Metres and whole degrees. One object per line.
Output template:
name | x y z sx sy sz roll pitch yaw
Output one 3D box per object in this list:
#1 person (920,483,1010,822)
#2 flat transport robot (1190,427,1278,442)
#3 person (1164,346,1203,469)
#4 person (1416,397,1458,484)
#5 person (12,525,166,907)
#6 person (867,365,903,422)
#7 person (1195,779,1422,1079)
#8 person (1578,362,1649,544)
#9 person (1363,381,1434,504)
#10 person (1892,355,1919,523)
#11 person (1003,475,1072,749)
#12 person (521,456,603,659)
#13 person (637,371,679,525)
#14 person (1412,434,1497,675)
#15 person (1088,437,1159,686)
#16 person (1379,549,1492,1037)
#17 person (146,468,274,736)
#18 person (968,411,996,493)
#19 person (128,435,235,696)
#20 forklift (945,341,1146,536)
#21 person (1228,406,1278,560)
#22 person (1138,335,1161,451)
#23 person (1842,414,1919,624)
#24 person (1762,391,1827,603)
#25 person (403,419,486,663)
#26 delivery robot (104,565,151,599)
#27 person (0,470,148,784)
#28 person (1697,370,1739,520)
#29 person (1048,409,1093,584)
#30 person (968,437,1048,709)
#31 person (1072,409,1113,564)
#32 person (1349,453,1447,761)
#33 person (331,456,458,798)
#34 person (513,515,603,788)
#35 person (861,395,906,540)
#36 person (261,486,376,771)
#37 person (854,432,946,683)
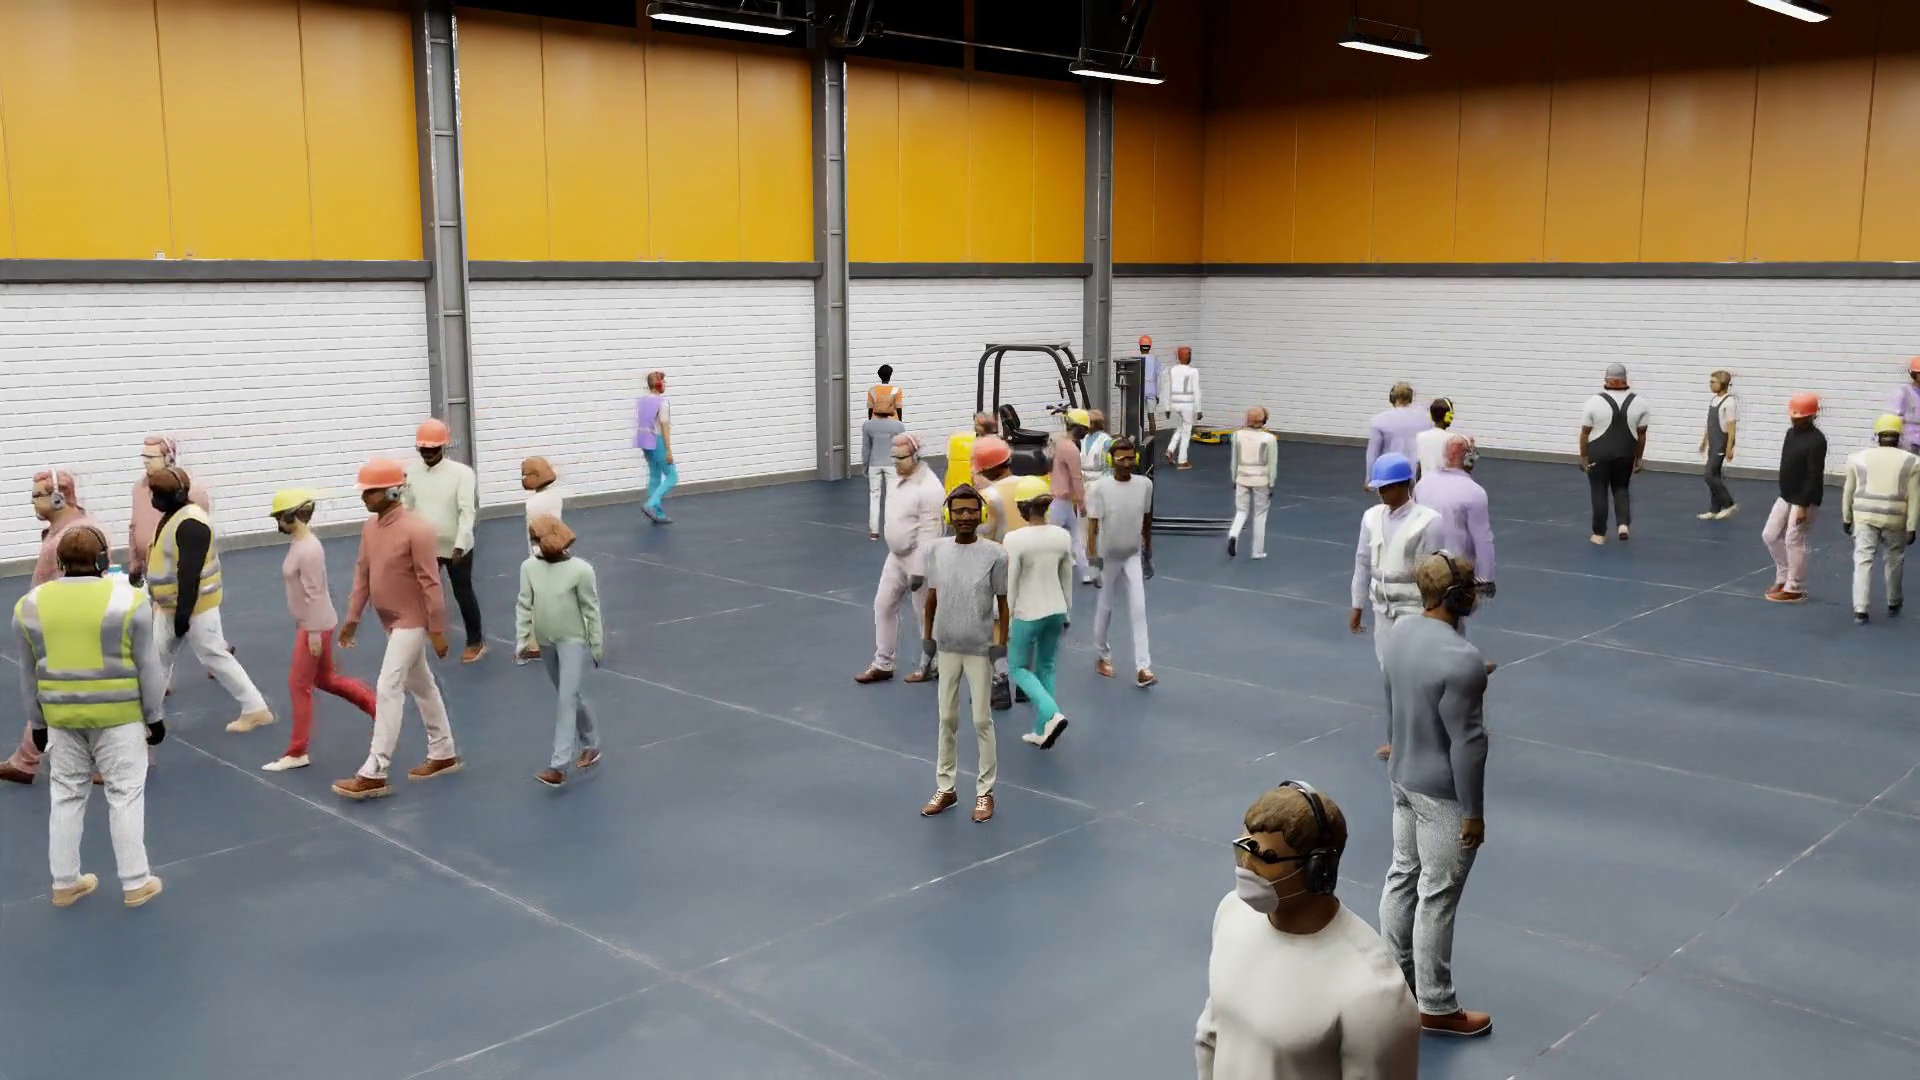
person | 0.020 0.615 9.165 0.531 1.875 0.322 4 10 21
flat transport robot | 4.796 -1.862 29.250 1.431 0.197 0.652 -3 10 -17
person | 3.390 -1.999 25.195 0.448 1.867 0.584 -8 12 -41
person | 4.402 -0.385 15.329 0.436 1.858 0.524 -5 11 -30
person | -4.112 0.840 7.925 0.626 1.836 0.430 -1 9 -3
person | -1.053 -1.621 23.448 0.535 1.690 0.317 3 10 17
person | 0.725 1.473 3.709 0.372 1.940 0.632 -5 11 -28
person | 7.165 -0.966 18.349 0.685 2.000 0.539 1 9 4
person | 4.372 -0.615 16.556 0.643 1.920 0.480 -2 9 -10
person | 11.269 -1.173 19.649 0.635 2.024 0.473 -3 10 -16
person | 0.507 0.475 10.400 0.556 1.743 0.539 -7 12 -36
person | -3.134 0.148 12.819 0.664 1.607 0.507 3 10 16
person | -3.576 -1.077 19.638 0.436 1.834 0.589 -8 12 -41
person | 3.572 0.187 11.791 0.962 1.863 0.675 -4 10 -24
person | 1.206 0.161 12.100 0.561 1.819 0.930 -2 9 -12
person | 1.901 0.996 6.632 0.372 1.940 0.631 -2 10 -13
person | -4.998 0.411 10.754 0.927 1.789 0.632 -8 12 -39
person | 0.313 -0.492 16.740 0.635 1.621 0.522 -5 10 -26
person | -5.640 0.166 11.976 0.653 1.874 0.944 5 10 26
forklift | 0.977 -1.223 19.452 2.313 2.155 1.214 2 9 11
person | 3.022 -0.578 17.234 0.524 1.619 0.546 6 11 31
person | 3.074 -2.448 27.749 0.548 1.937 0.358 -2 9 -10
person | 7.972 -0.194 14.396 0.610 1.778 0.935 6 11 35
person | 7.510 -0.368 14.949 0.444 1.953 0.671 0 9 0
person | -3.897 0.047 12.487 0.612 1.931 1.060 1 9 5
delivery robot | -7.065 0.450 13.920 0.477 0.478 0.707 7 12 37
person | -5.260 0.534 9.643 0.949 1.867 0.658 -5 10 -28
person | 9.100 -1.133 20.014 0.393 1.827 0.514 1 9 7
person | 1.062 -0.388 15.780 0.844 1.702 0.538 -1 9 -8
person | 0.343 0.230 11.511 0.668 1.888 0.391 -5 10 -27
person | 1.465 -0.555 17.152 0.734 1.609 0.515 -7 11 -36
person | 2.682 0.425 10.183 0.478 1.921 0.616 -6 11 -32
person | -3.345 0.496 9.626 0.933 1.952 0.609 -8 12 -41
person | -2.406 0.644 9.872 0.495 1.573 0.862 4 10 23
person | -0.849 -0.801 18.596 0.534 1.631 0.300 1 9 8
person | -3.896 0.517 10.211 0.780 1.728 0.554 -5 10 -28
person | -0.421 0.156 12.009 0.794 1.864 0.689 -6 11 -31
